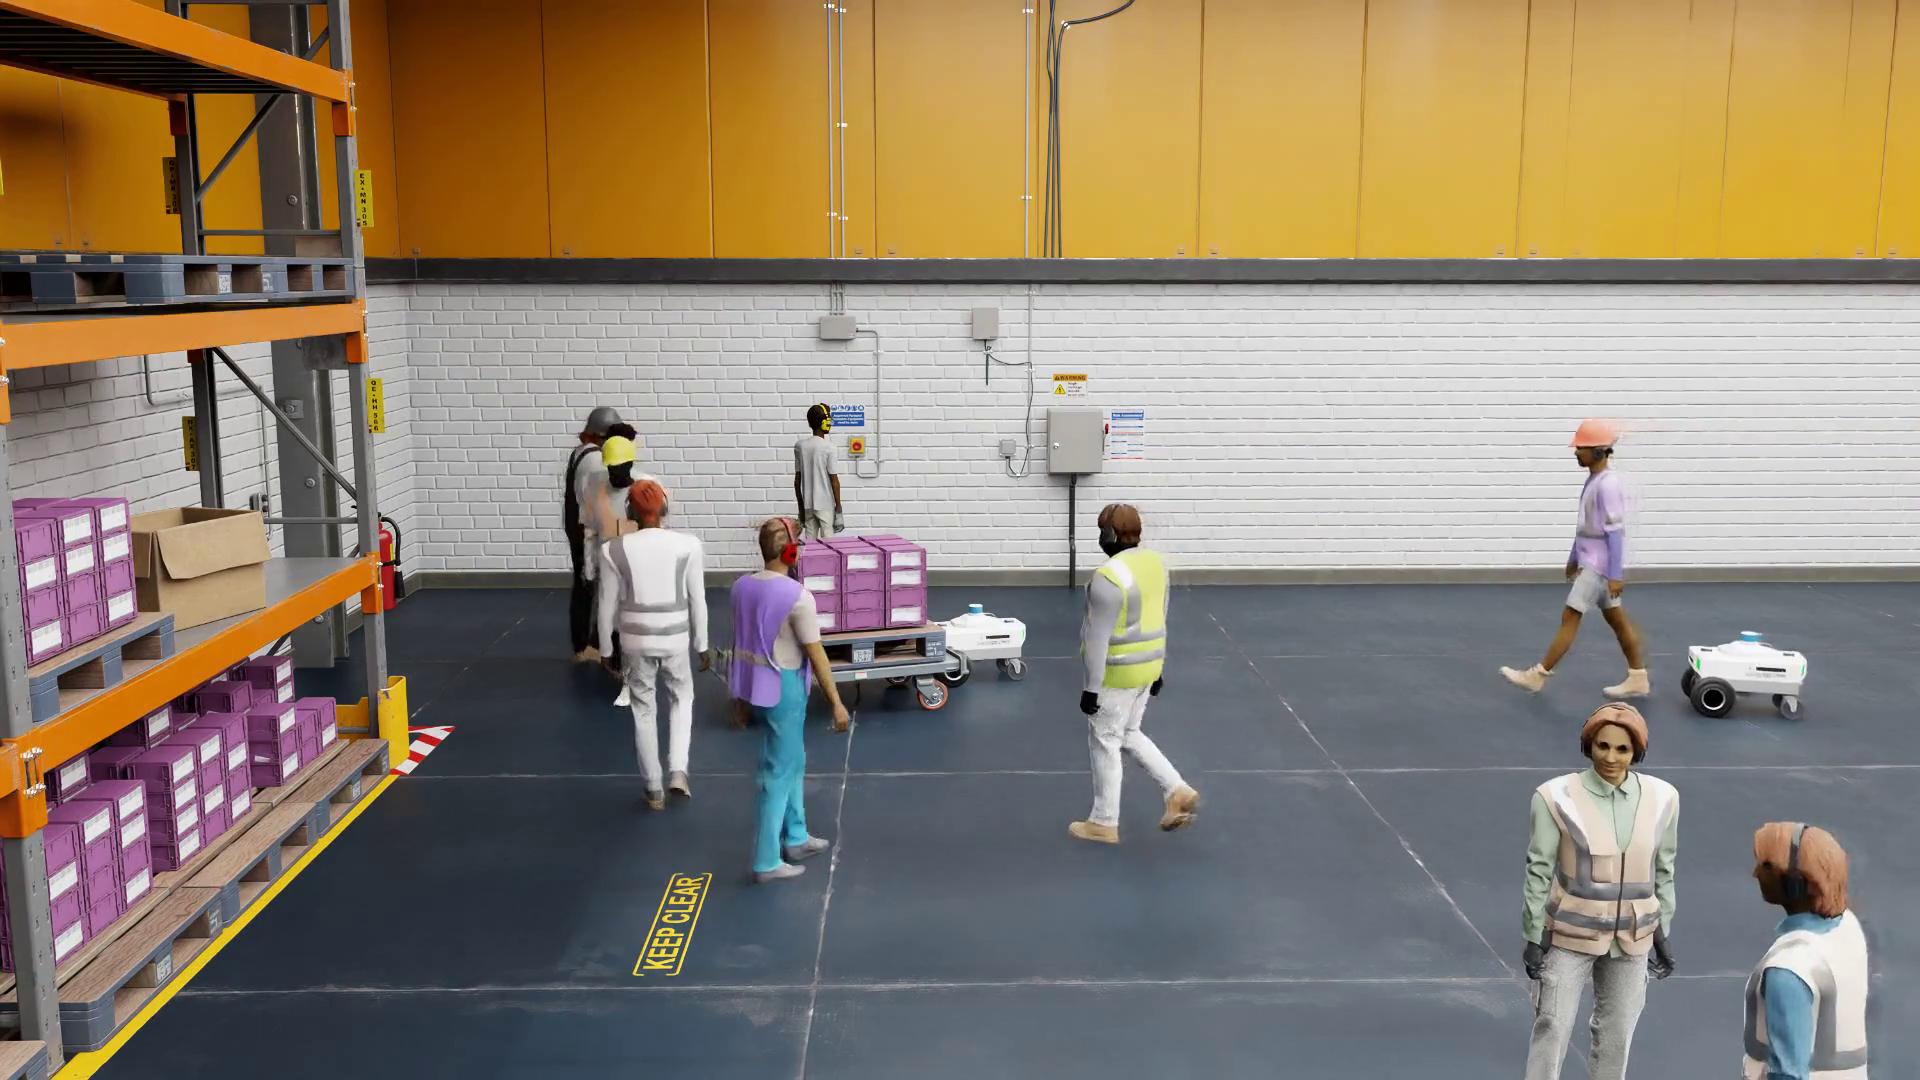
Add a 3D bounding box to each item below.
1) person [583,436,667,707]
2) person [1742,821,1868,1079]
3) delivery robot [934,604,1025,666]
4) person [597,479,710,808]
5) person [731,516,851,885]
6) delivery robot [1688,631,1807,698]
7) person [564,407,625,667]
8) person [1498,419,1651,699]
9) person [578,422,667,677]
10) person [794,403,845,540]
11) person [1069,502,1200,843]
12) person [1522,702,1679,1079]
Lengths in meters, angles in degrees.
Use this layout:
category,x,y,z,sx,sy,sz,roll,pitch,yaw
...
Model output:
category,x,y,z,sx,sy,sz,roll,pitch,yaw
person,-2.337,0.178,11.808,0.615,1.891,0.826,2,9,11
person,2.196,1.523,4.465,0.531,1.593,0.870,-9,13,-42
delivery robot,0.117,0.717,12.285,0.707,0.478,0.477,-3,10,-16
person,-1.721,0.585,9.323,0.614,1.875,0.398,-2,10,-13
person,-0.794,0.785,8.283,0.690,1.824,0.582,-7,12,-39
delivery robot,5.373,0.868,11.357,0.707,0.478,0.477,2,10,15
person,-2.713,-0.033,12.630,0.535,2.000,0.786,-6,11,-33
person,4.407,0.144,11.706,1.074,1.980,0.642,2,10,14
person,-2.445,0.102,12.122,0.616,1.927,0.904,-1,9,-8
person,-1.214,-0.260,14.545,0.508,1.872,0.329,6,11,34
person,0.908,0.715,8.740,0.579,1.823,0.643,6,11,33
person,2.108,1.330,5.504,0.522,1.636,0.311,-1,9,-5
